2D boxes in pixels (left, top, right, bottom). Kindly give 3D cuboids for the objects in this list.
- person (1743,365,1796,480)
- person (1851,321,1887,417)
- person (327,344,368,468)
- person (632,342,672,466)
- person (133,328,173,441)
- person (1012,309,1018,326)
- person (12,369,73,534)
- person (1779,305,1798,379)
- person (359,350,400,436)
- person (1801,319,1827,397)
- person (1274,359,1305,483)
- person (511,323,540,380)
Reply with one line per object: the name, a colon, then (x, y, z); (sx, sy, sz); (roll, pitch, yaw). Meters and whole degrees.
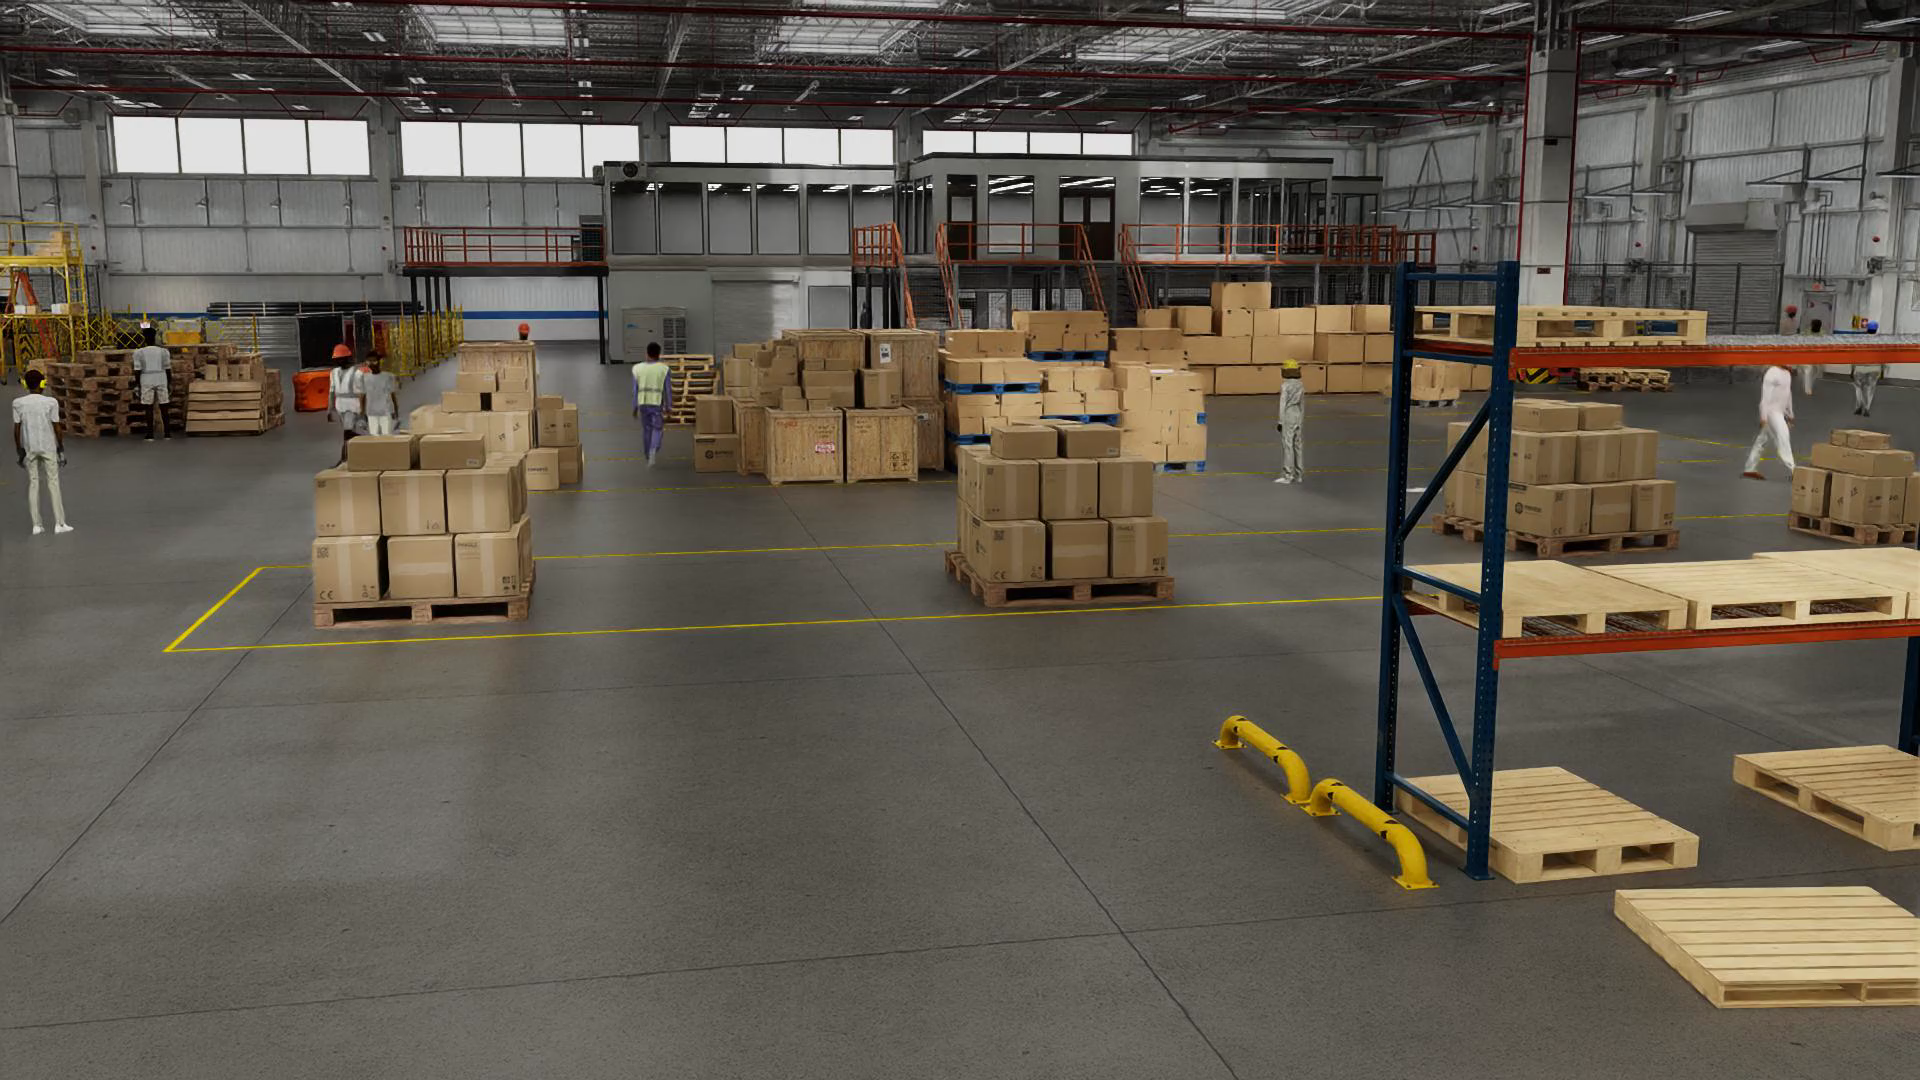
person: (11.475, -1.736, 23.226); (1.003, 1.882, 0.651); (9, 13, 43)
person: (18.348, -3.457, 33.591); (0.639, 1.922, 0.664); (5, 10, 26)
person: (-8.984, -1.932, 24.420); (0.566, 1.892, 0.988); (4, 10, 21)
person: (-4.632, -2.019, 24.957); (0.610, 1.894, 0.696); (0, 9, 1)
person: (-13.993, -2.699, 28.853); (0.613, 1.964, 0.361); (-7, 12, -38)
person: (1.483, -5.268, 44.773); (0.355, 1.882, 0.575); (-1, 9, -3)
person: (-10.361, -0.989, 18.746); (0.520, 1.865, 0.332); (-2, 9, -10)
person: (22.449, -5.331, 44.874); (0.632, 1.964, 0.803); (-6, 11, -31)
person: (-8.136, -1.724, 23.255); (0.548, 1.852, 0.390); (-1, 9, -4)
person: (19.856, -4.221, 38.613); (0.631, 1.808, 0.818); (0, 9, 0)
person: (4.604, -1.659, 23.224); (0.485, 1.736, 0.323); (-8, 12, -41)
person: (-8.691, -3.380, 33.258); (0.556, 1.875, 1.031); (-5, 11, -27)
